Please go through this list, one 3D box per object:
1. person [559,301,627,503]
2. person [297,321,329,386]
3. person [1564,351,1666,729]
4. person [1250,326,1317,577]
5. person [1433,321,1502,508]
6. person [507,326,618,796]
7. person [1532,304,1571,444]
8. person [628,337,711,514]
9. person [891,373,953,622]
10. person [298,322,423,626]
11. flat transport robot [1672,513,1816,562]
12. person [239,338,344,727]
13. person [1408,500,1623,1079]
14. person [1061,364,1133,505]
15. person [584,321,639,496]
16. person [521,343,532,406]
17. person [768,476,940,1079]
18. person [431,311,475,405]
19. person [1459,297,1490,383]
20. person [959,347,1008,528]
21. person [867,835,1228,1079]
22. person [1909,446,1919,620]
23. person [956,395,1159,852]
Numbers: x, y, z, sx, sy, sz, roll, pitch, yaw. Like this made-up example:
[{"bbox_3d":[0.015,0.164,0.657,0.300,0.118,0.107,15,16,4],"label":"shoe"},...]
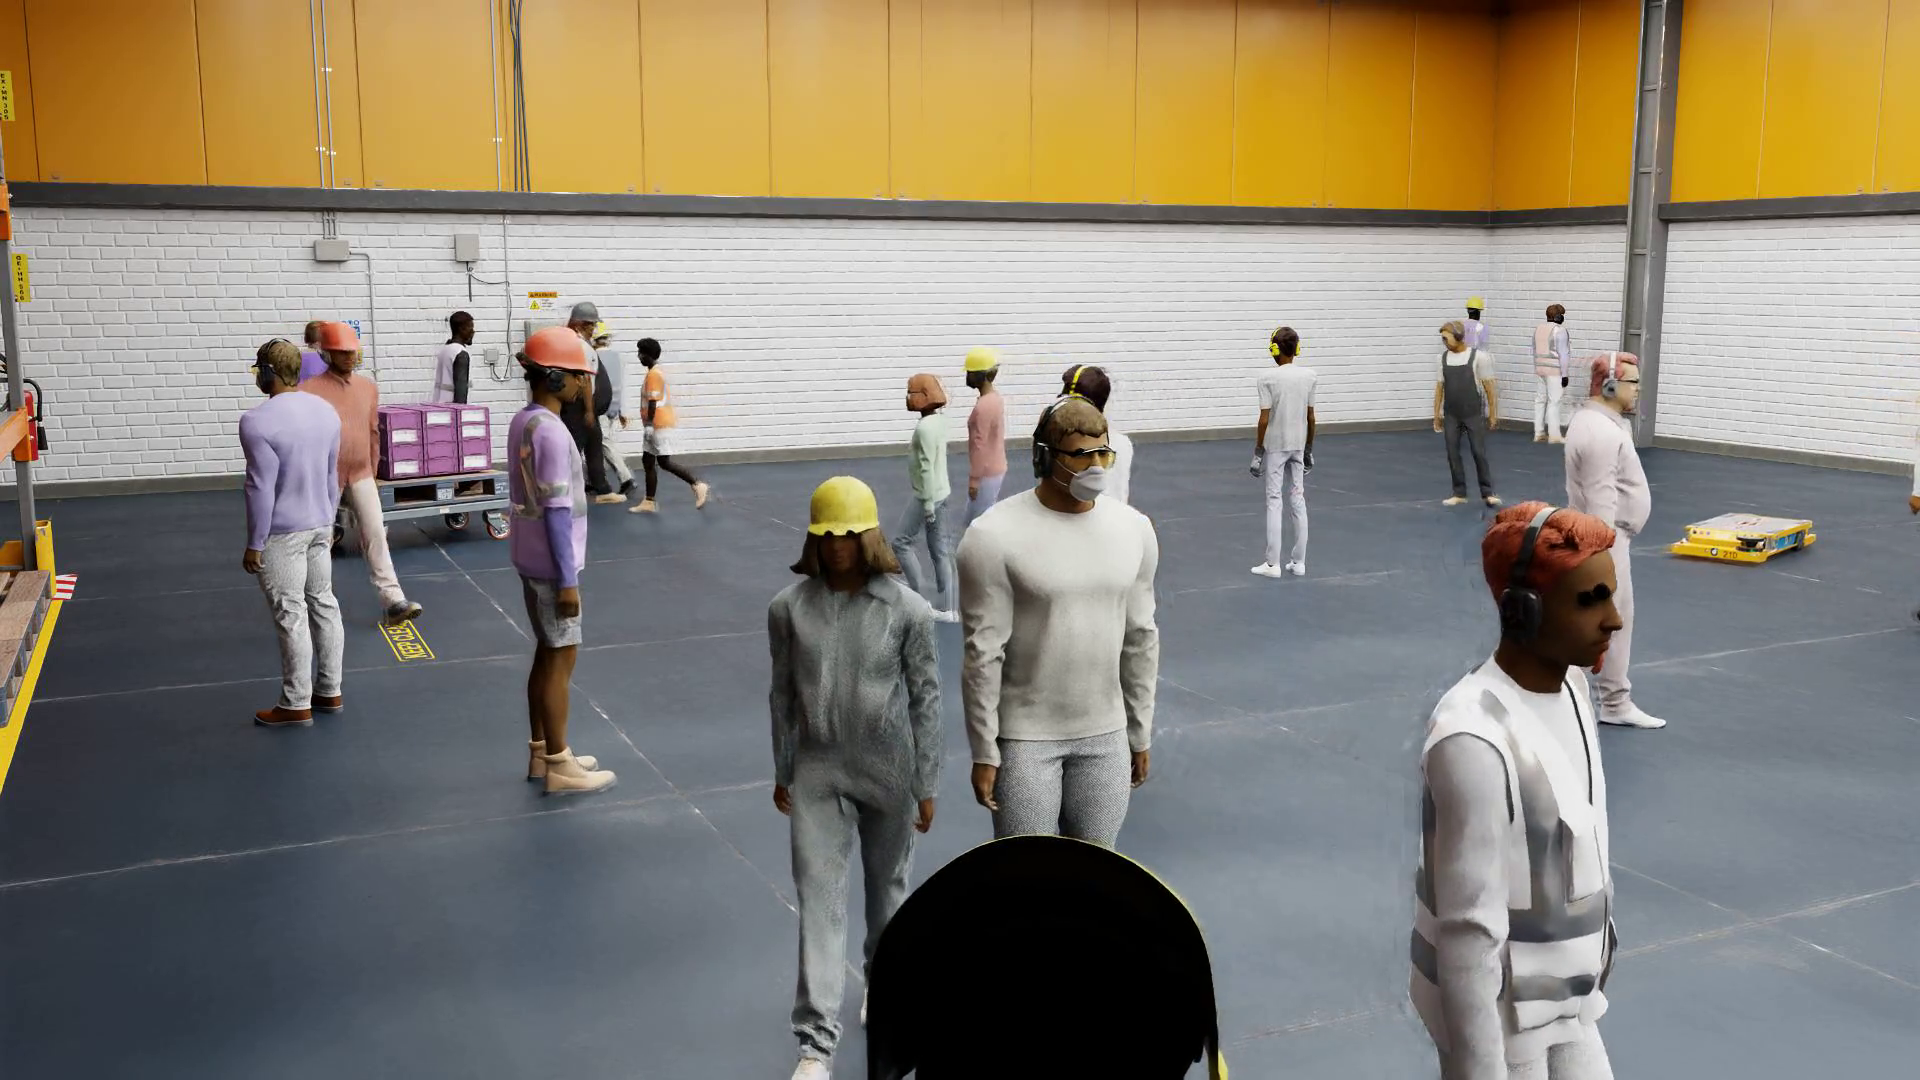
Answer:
[{"bbox_3d":[-3.754,-1.329,16.032,0.959,2.000,0.694,-4,10,-22],"label":"person"},{"bbox_3d":[-5.862,-1.106,15.354,0.574,1.806,0.878,3,10,20],"label":"person"},{"bbox_3d":[3.102,0.010,8.203,0.763,1.883,0.655,3,10,18],"label":"person"},{"bbox_3d":[2.403,-0.651,12.373,0.509,1.865,0.329,-3,10,-20],"label":"person"},{"bbox_3d":[4.872,-1.196,15.952,0.651,1.802,0.448,7,11,36],"label":"person"},{"bbox_3d":[-1.748,0.096,7.235,0.393,2.033,0.606,-4,10,-25],"label":"person"},{"bbox_3d":[7.847,-2.195,22.022,0.429,1.844,0.627,-3,10,-19],"label":"person"},{"bbox_3d":[-2.726,-1.061,15.535,0.722,1.665,0.568,-2,9,-11],"label":"person"},{"bbox_3d":[-0.257,-0.263,10.716,0.499,1.613,0.514,2,9,15],"label":"person"},{"bbox_3d":[-3.898,-0.403,10.586,1.008,1.937,0.645,7,12,38],"label":"person"},{"bbox_3d":[6.365,-0.033,13.462,0.652,0.197,1.431,9,13,43],"label":"flat transport robot"},{"bbox_3d":[-3.343,-0.034,8.315,0.372,1.940,0.632,3,10,16],"label":"person"},{"bbox_3d":[1.009,0.857,2.991,0.438,1.871,0.615,6,11,35],"label":"person"},{"bbox_3d":[0.611,0.147,7.469,0.526,1.852,0.440,-9,13,-43],"label":"person"},{"bbox_3d":[-3.587,-1.321,16.794,0.907,1.798,0.591,5,10,29],"label":"person"},{"bbox_3d":[-3.902,-1.028,15.442,0.376,1.619,0.532,-1,9,-5],"label":"person"},{"bbox_3d":[-0.308,0.665,4.701,0.505,1.687,0.889,1,9,6],"label":"person"},{"bbox_3d":[-4.663,-1.217,15.796,0.860,1.883,0.609,-7,11,-37],"label":"person"},{"bbox_3d":[7.148,-2.436,23.286,0.401,1.918,0.580,-8,12,-40],"label":"person"},{"bbox_3d":[0.150,-0.453,11.465,0.360,1.751,0.553,2,9,11],"label":"person"},{"bbox_3d":[0.059,1.127,1.143,0.587,1.927,0.367,2,9,14],"label":"person"},{"bbox_3d":[6.198,-0.334,10.237,0.559,1.914,0.495,-3,10,-17],"label":"person"},{"bbox_3d":[0.285,0.554,4.712,0.622,1.932,0.367,-4,10,-24],"label":"person"}]
